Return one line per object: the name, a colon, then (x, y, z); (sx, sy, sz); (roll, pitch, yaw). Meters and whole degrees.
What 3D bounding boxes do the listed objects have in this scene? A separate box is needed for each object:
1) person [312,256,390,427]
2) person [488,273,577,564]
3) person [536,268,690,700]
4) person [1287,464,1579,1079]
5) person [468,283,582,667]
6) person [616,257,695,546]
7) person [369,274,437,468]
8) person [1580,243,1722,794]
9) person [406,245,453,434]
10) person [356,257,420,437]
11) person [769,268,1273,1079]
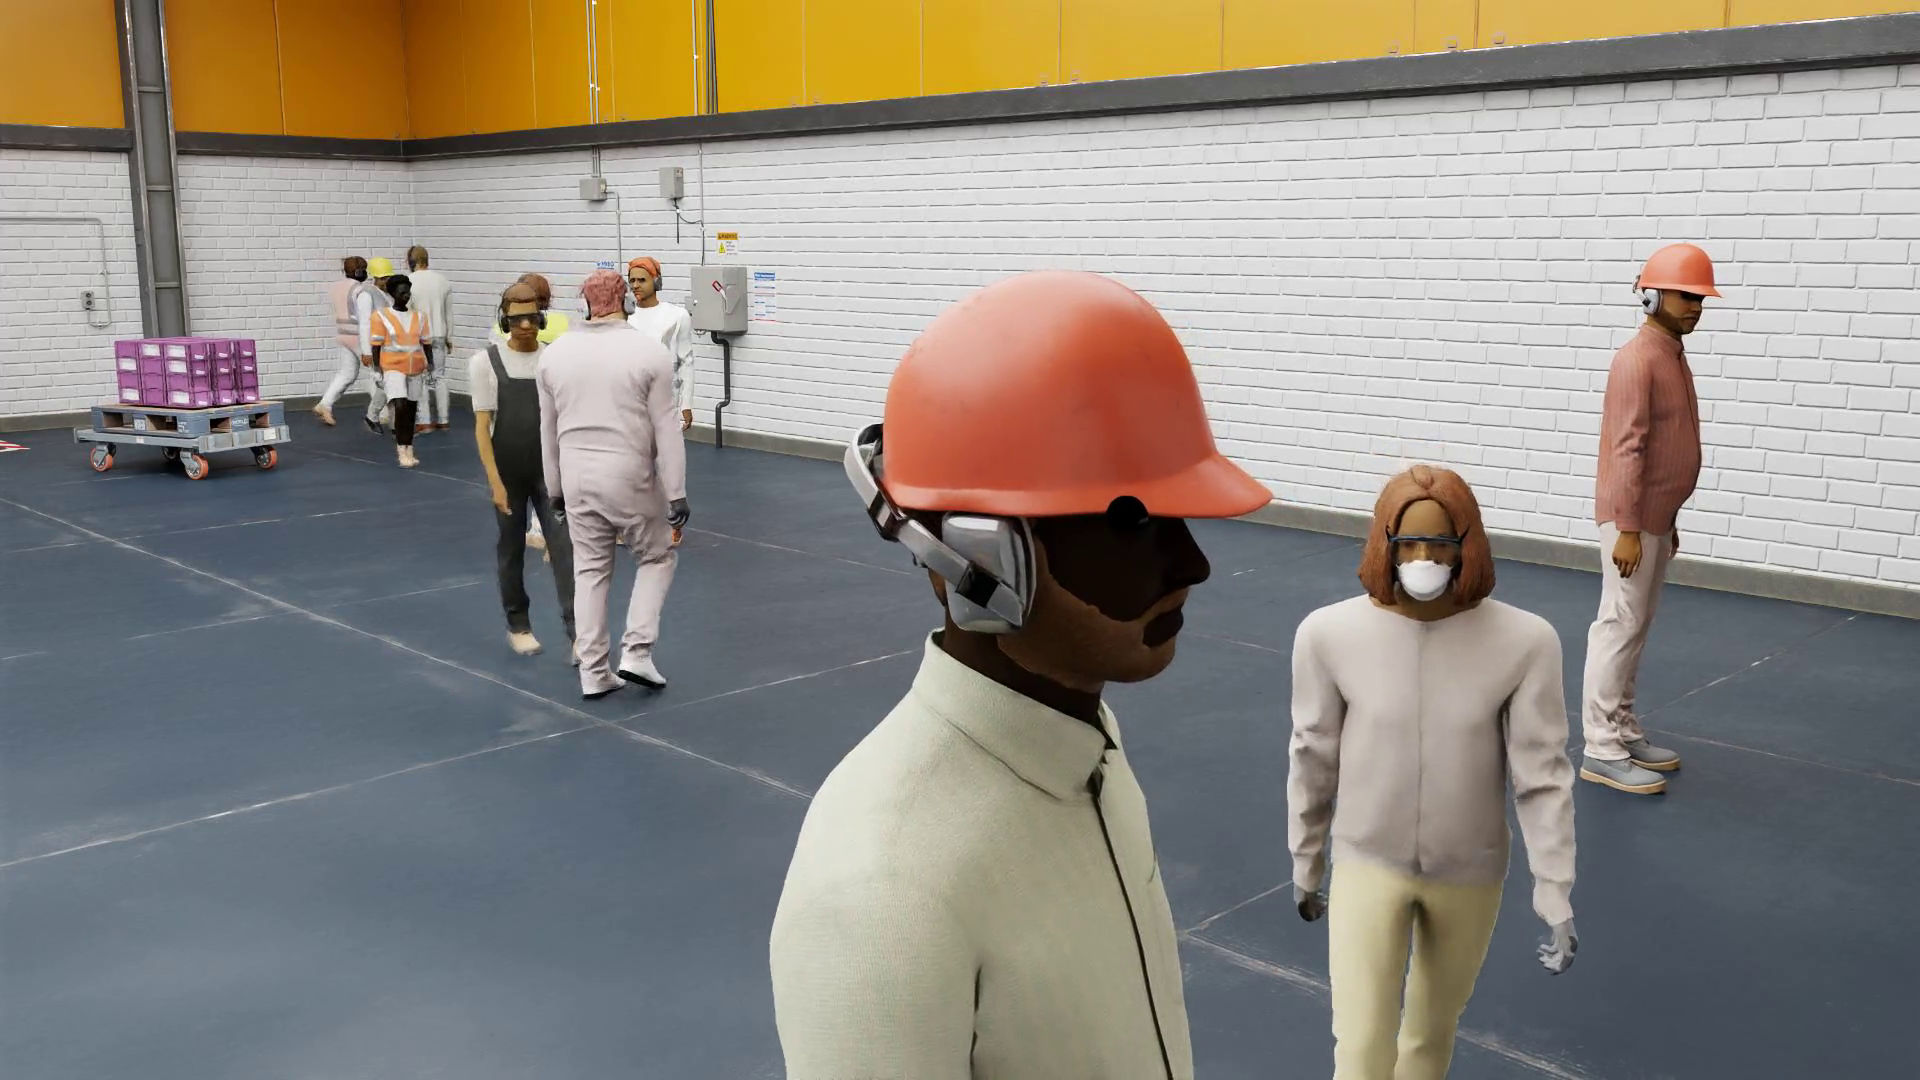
person: (-6.427, -2.097, 17.613); (0.632, 1.818, 0.849); (9, 13, 39)
person: (-2.628, -0.768, 10.424); (0.620, 1.802, 0.953); (-8, 13, -37)
person: (-1.507, -0.235, 7.267); (0.712, 1.875, 0.463); (3, 11, 17)
person: (0.873, 0.664, 3.116); (0.521, 1.592, 0.814); (2, 11, 10)
person: (-1.978, -0.284, 7.759); (0.525, 1.796, 0.958); (-6, 12, -30)
person: (-2.017, -0.889, 10.819); (0.585, 1.882, 0.340); (2, 11, 10)
person: (-4.787, -1.455, 14.436); (0.567, 1.677, 0.553); (10, 14, 42)
person: (2.542, -0.084, 6.137); (0.392, 1.991, 0.612); (7, 13, 34)
person: (-5.493, -2.060, 17.105); (0.373, 1.930, 0.639); (8, 13, 38)
person: (-5.707, -1.893, 16.488); (0.409, 1.813, 0.637); (2, 11, 11)
person: (0.047, 0.774, 1.448); (0.391, 1.995, 0.613); (3, 11, 16)
